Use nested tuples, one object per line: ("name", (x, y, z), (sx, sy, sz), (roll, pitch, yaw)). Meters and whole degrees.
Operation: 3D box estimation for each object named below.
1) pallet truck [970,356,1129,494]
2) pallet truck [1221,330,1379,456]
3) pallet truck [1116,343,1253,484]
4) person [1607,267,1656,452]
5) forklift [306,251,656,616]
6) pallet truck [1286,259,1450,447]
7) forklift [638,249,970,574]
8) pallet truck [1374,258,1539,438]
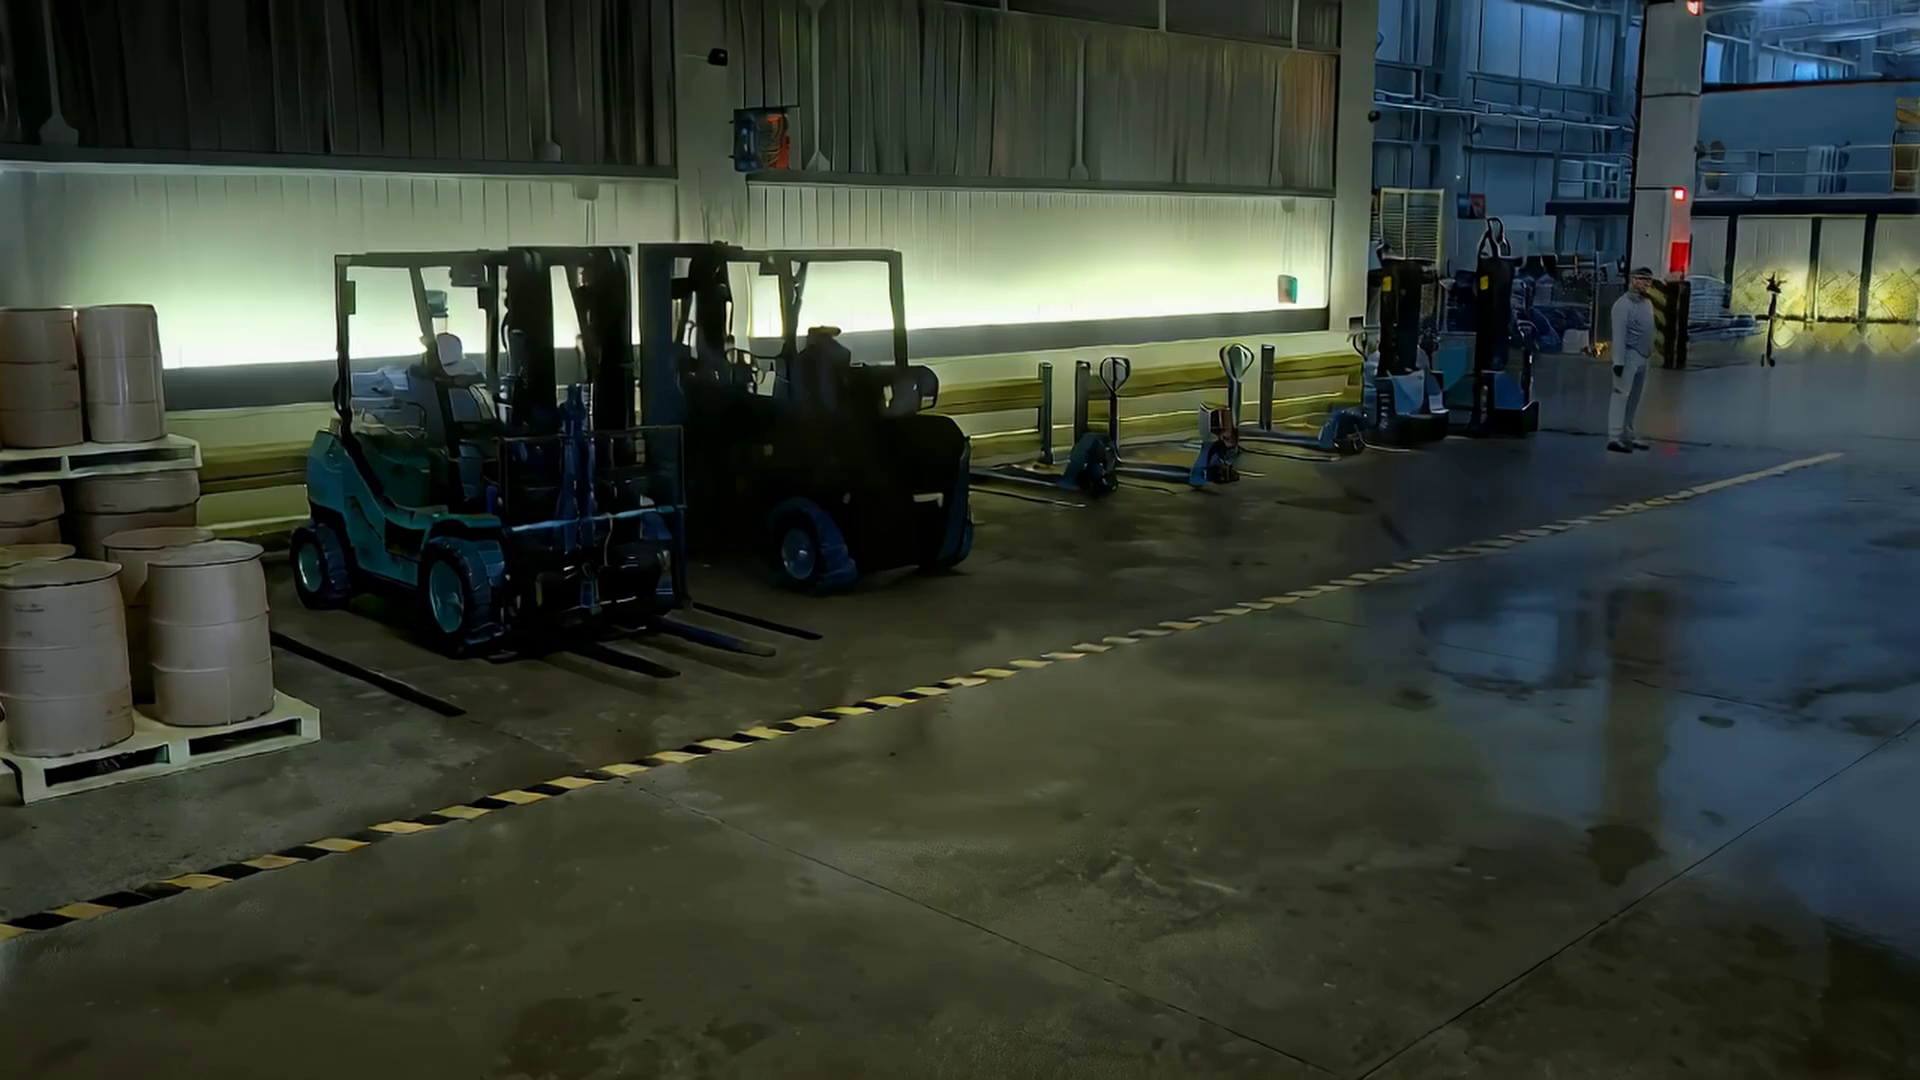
("pallet truck", (0.784, -1.085, 14.876), (0.680, 1.201, 1.601), (-10, 14, -44))
("pallet truck", (3.563, -1.581, 17.381), (0.653, 1.274, 1.630), (-10, 14, -44))
("pallet truck", (1.962, -1.215, 15.415), (1.522, 1.261, 0.704), (10, 14, 43))
("person", (7.025, -1.874, 17.330), (0.642, 1.910, 0.401), (-9, 14, -40))
("forklift", (-2.833, -0.669, 9.694), (1.157, 1.987, 2.680), (-10, 14, -44))
("pallet truck", (4.493, -2.078, 18.196), (0.823, 1.965, 1.885), (-9, 14, -40))
("forklift", (-1.173, -0.958, 11.239), (2.680, 1.987, 1.157), (10, 14, 43))
("pallet truck", (5.704, -2.208, 18.901), (1.885, 1.965, 0.823), (10, 14, 43))
